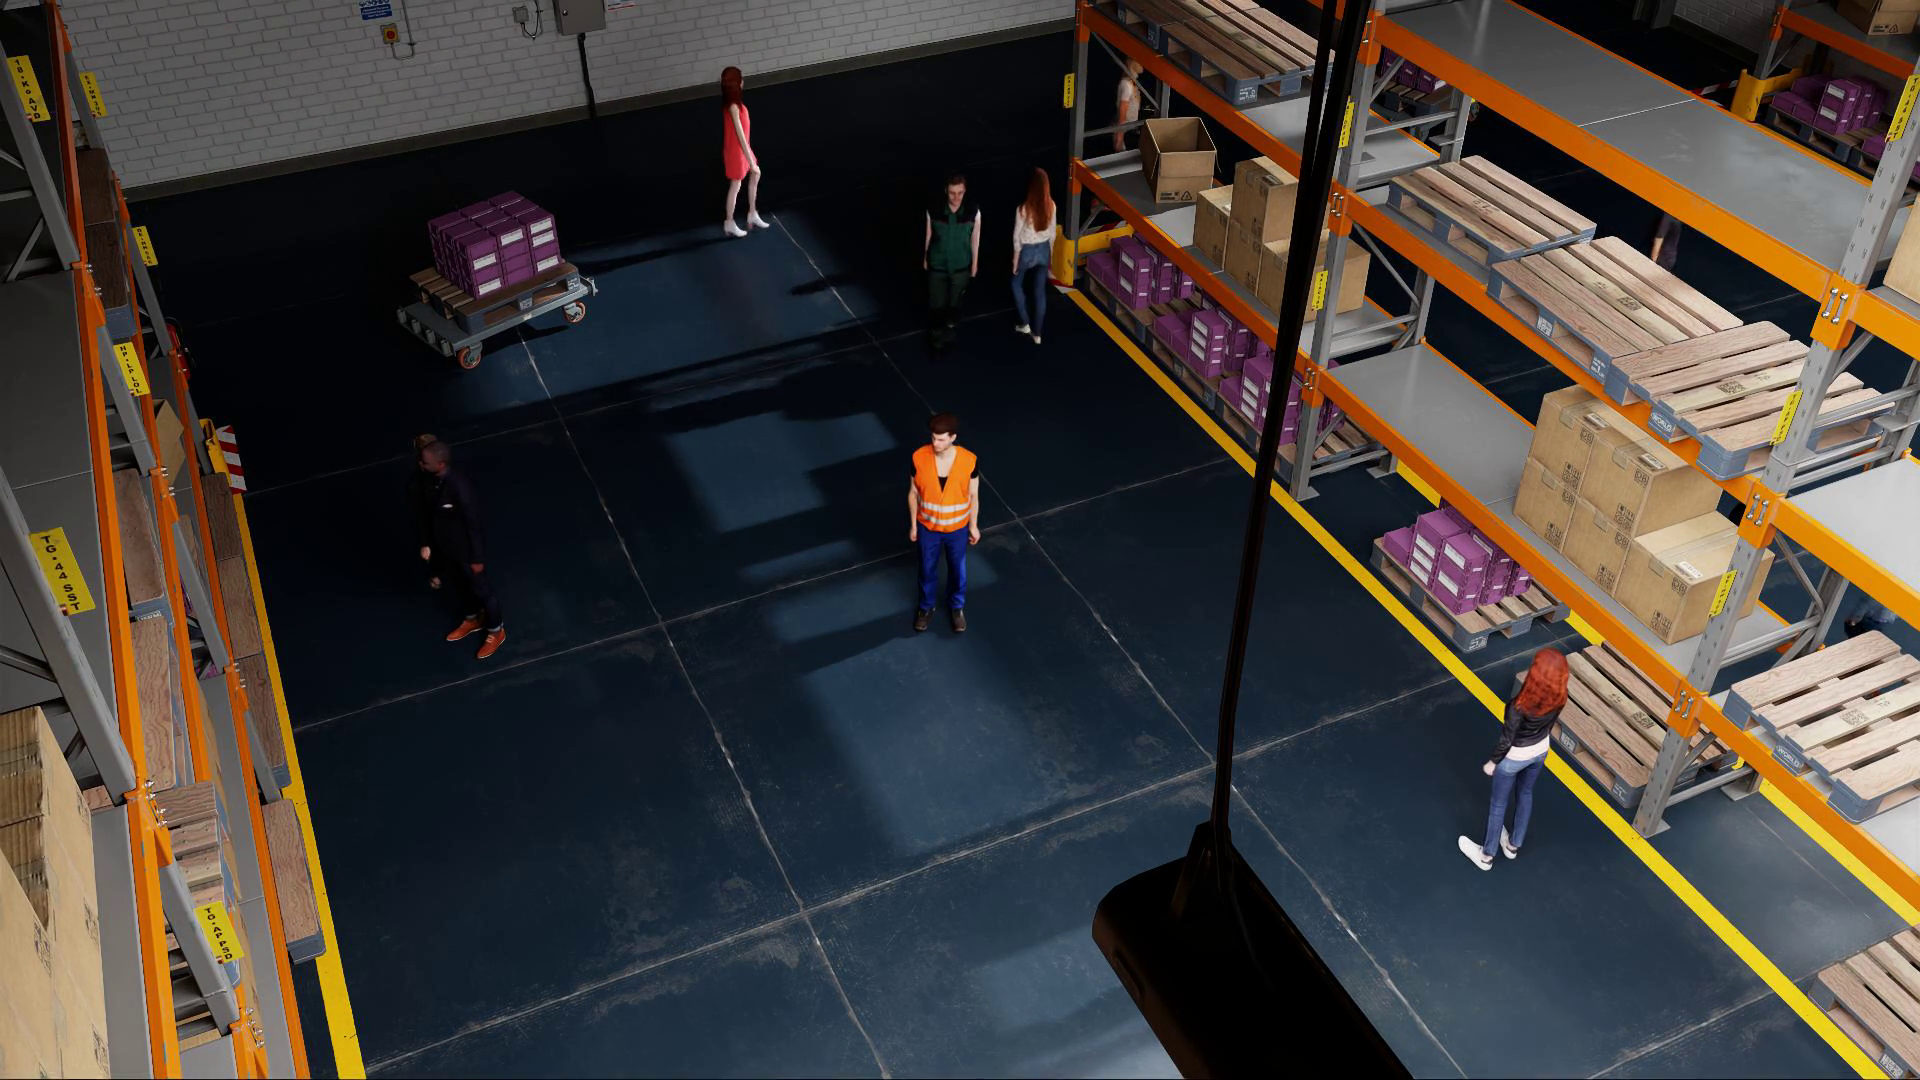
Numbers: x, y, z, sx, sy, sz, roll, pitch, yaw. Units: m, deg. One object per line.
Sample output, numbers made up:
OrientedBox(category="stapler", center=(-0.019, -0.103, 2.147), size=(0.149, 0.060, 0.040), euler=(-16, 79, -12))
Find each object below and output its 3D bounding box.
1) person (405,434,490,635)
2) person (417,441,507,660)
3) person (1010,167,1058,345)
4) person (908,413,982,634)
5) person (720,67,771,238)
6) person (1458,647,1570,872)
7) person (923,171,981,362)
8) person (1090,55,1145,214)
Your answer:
OrientedBox(category="person", center=(-3.761, -0.069, 12.021), size=(1.125, 1.683, 0.861), euler=(31, 48, 33))
OrientedBox(category="person", center=(-3.539, 0.028, 11.792), size=(0.717, 1.817, 0.841), euler=(25, 45, 28))
OrientedBox(category="person", center=(0.693, -2.530, 15.073), size=(0.623, 1.719, 0.625), euler=(-12, 40, -14))
OrientedBox(category="person", center=(-0.118, -0.148, 11.961), size=(0.787, 1.881, 0.805), euler=(3, 39, 4))
OrientedBox(category="person", center=(-2.317, -3.844, 16.647), size=(0.778, 1.808, 0.731), euler=(-5, 39, -6))
OrientedBox(category="person", center=(3.430, 1.332, 10.182), size=(0.566, 1.789, 0.541), euler=(-15, 41, -18))
OrientedBox(category="person", center=(-0.092, -2.516, 14.978), size=(0.771, 1.816, 0.789), euler=(-1, 39, -1))
OrientedBox(category="person", center=(1.563, -4.135, 17.027), size=(0.939, 1.789, 1.071), euler=(-2, 39, -2))
